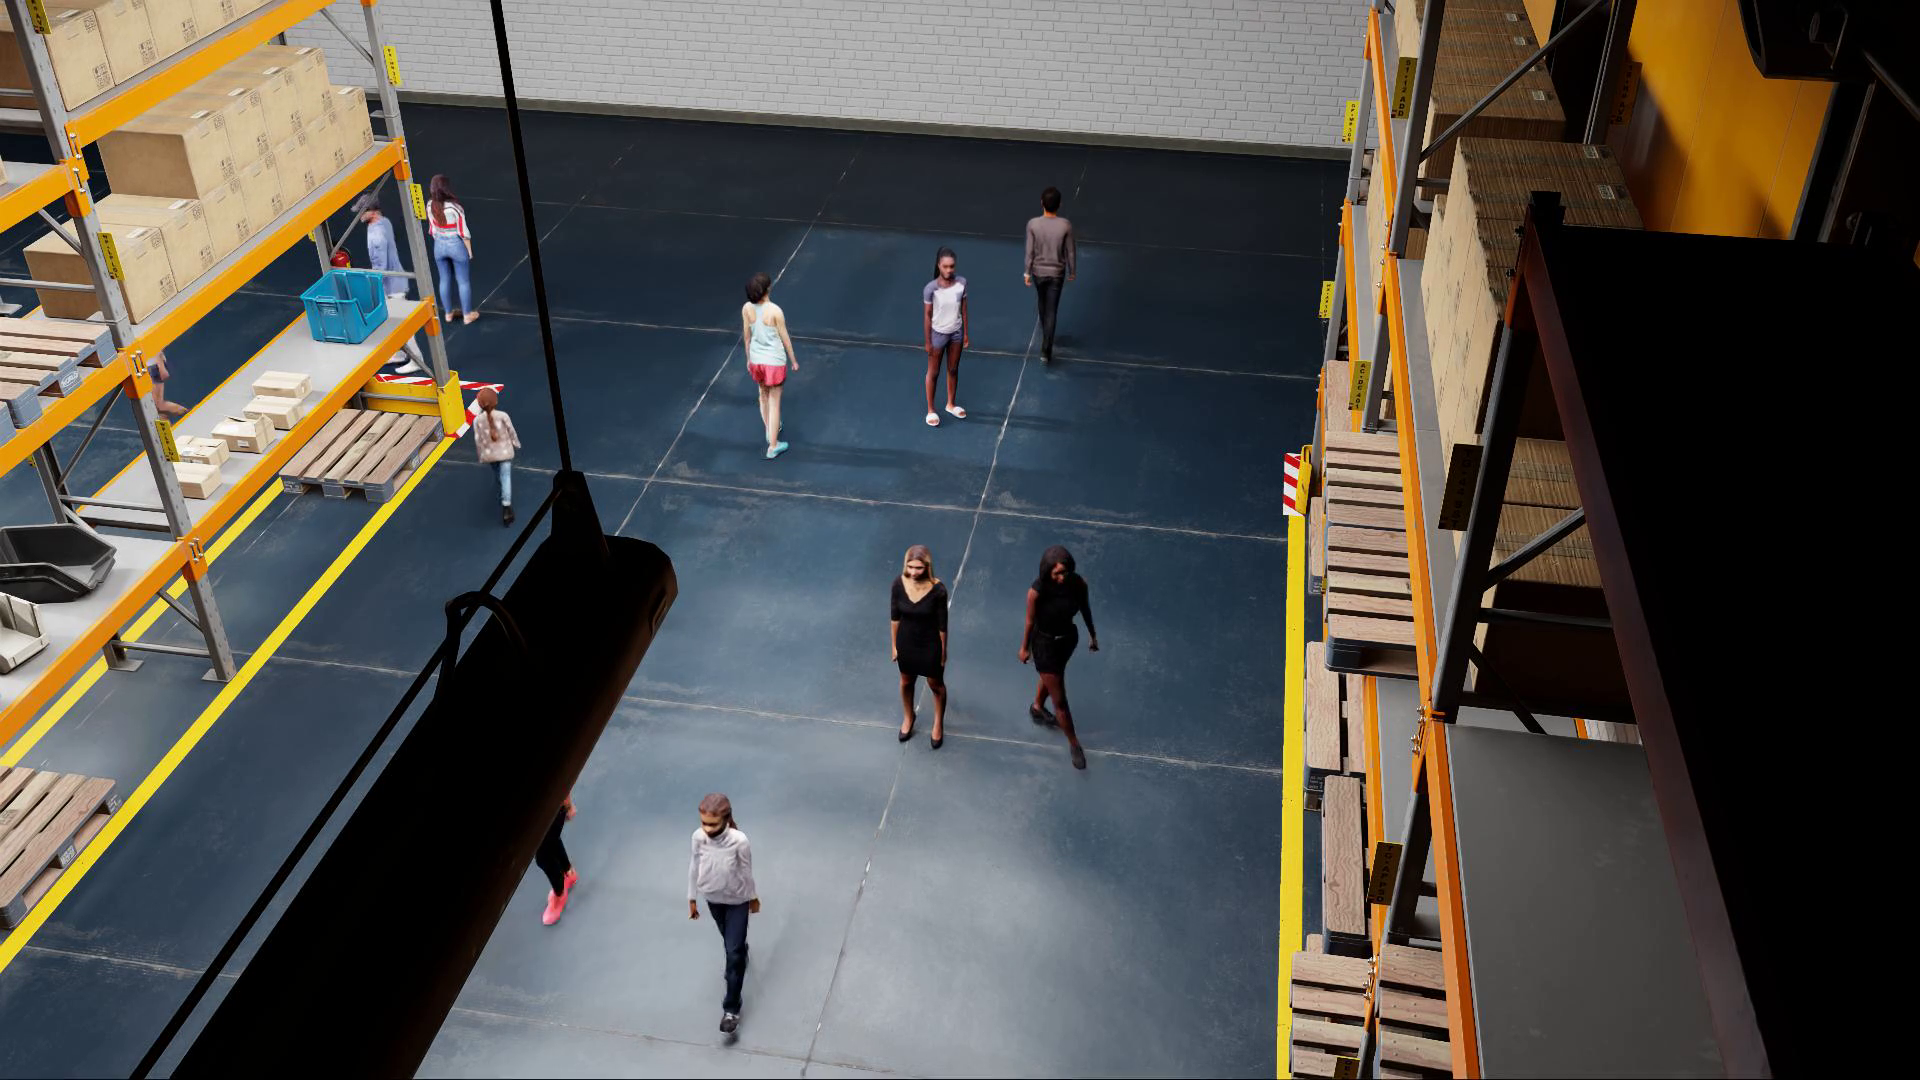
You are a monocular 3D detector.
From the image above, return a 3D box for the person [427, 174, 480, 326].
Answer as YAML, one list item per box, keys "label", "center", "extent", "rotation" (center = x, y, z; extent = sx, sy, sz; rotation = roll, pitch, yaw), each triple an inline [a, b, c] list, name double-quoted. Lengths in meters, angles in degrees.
- label: "person"
  center: [-5.296, -3.022, 17.272]
  extent: [0.588, 1.609, 0.497]
  rotation: [6, 34, 9]

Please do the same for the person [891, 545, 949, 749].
- label: "person"
  center: [-0.270, 0.730, 11.567]
  extent: [0.567, 1.675, 0.498]
  rotation: [9, 35, 13]

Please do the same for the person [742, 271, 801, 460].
- label: "person"
  center: [-1.739, -1.562, 14.936]
  extent: [0.710, 1.763, 0.841]
  rotation: [15, 36, 21]

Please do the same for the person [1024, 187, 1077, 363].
- label: "person"
  center: [0.873, -2.591, 16.515]
  extent: [1.124, 1.728, 0.683]
  rotation: [6, 34, 8]

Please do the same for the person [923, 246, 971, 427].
- label: "person"
  center: [-0.128, -1.908, 15.493]
  extent: [0.685, 1.722, 0.715]
  rotation: [-16, 37, -22]

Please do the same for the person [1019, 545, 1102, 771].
- label: "person"
  center: [0.599, 0.719, 11.567]
  extent: [1.054, 1.694, 1.135]
  rotation: [-21, 39, -28]

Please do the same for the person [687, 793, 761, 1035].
- label: "person"
  center: [-1.334, 2.026, 9.747]
  extent: [0.606, 1.531, 0.927]
  rotation: [9, 35, 13]

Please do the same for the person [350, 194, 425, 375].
- label: "person"
  center: [-5.476, -2.500, 16.253]
  extent: [0.847, 1.867, 0.760]
  rotation: [-10, 35, -15]

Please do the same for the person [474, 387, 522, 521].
- label: "person"
  center: [-3.951, -0.725, 14.211]
  extent: [0.601, 1.172, 0.871]
  rotation: [-2, 34, -2]
